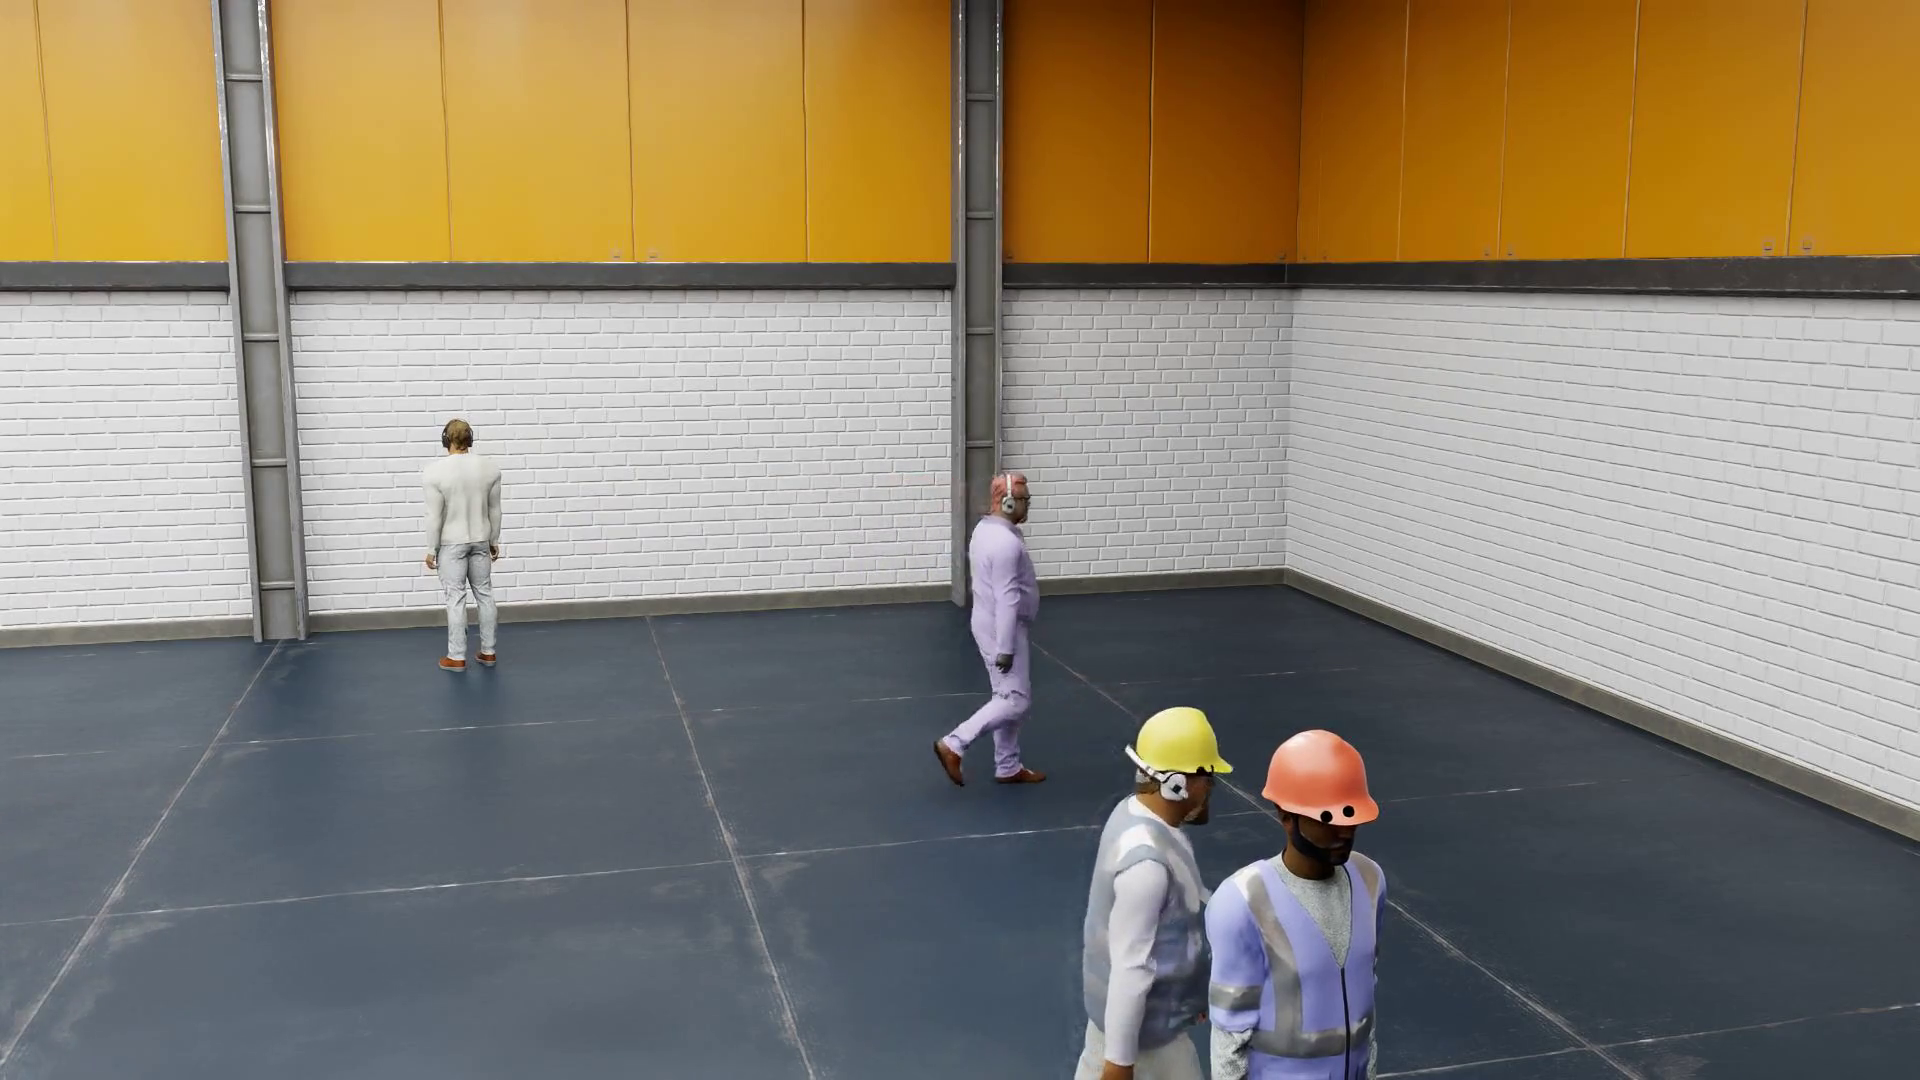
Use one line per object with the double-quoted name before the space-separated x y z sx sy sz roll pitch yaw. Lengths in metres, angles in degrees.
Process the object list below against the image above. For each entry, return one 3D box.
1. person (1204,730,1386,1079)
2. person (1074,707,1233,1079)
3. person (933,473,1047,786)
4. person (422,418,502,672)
"person" 0.863 1.412 4.149 0.547 1.938 0.359 -6 11 -33
"person" 0.608 1.366 4.954 0.972 1.771 0.588 0 9 3
"person" 0.190 0.546 9.724 0.616 1.890 0.647 -2 9 -11
"person" -3.802 0.037 12.728 0.632 1.940 0.372 -9 13 -43
